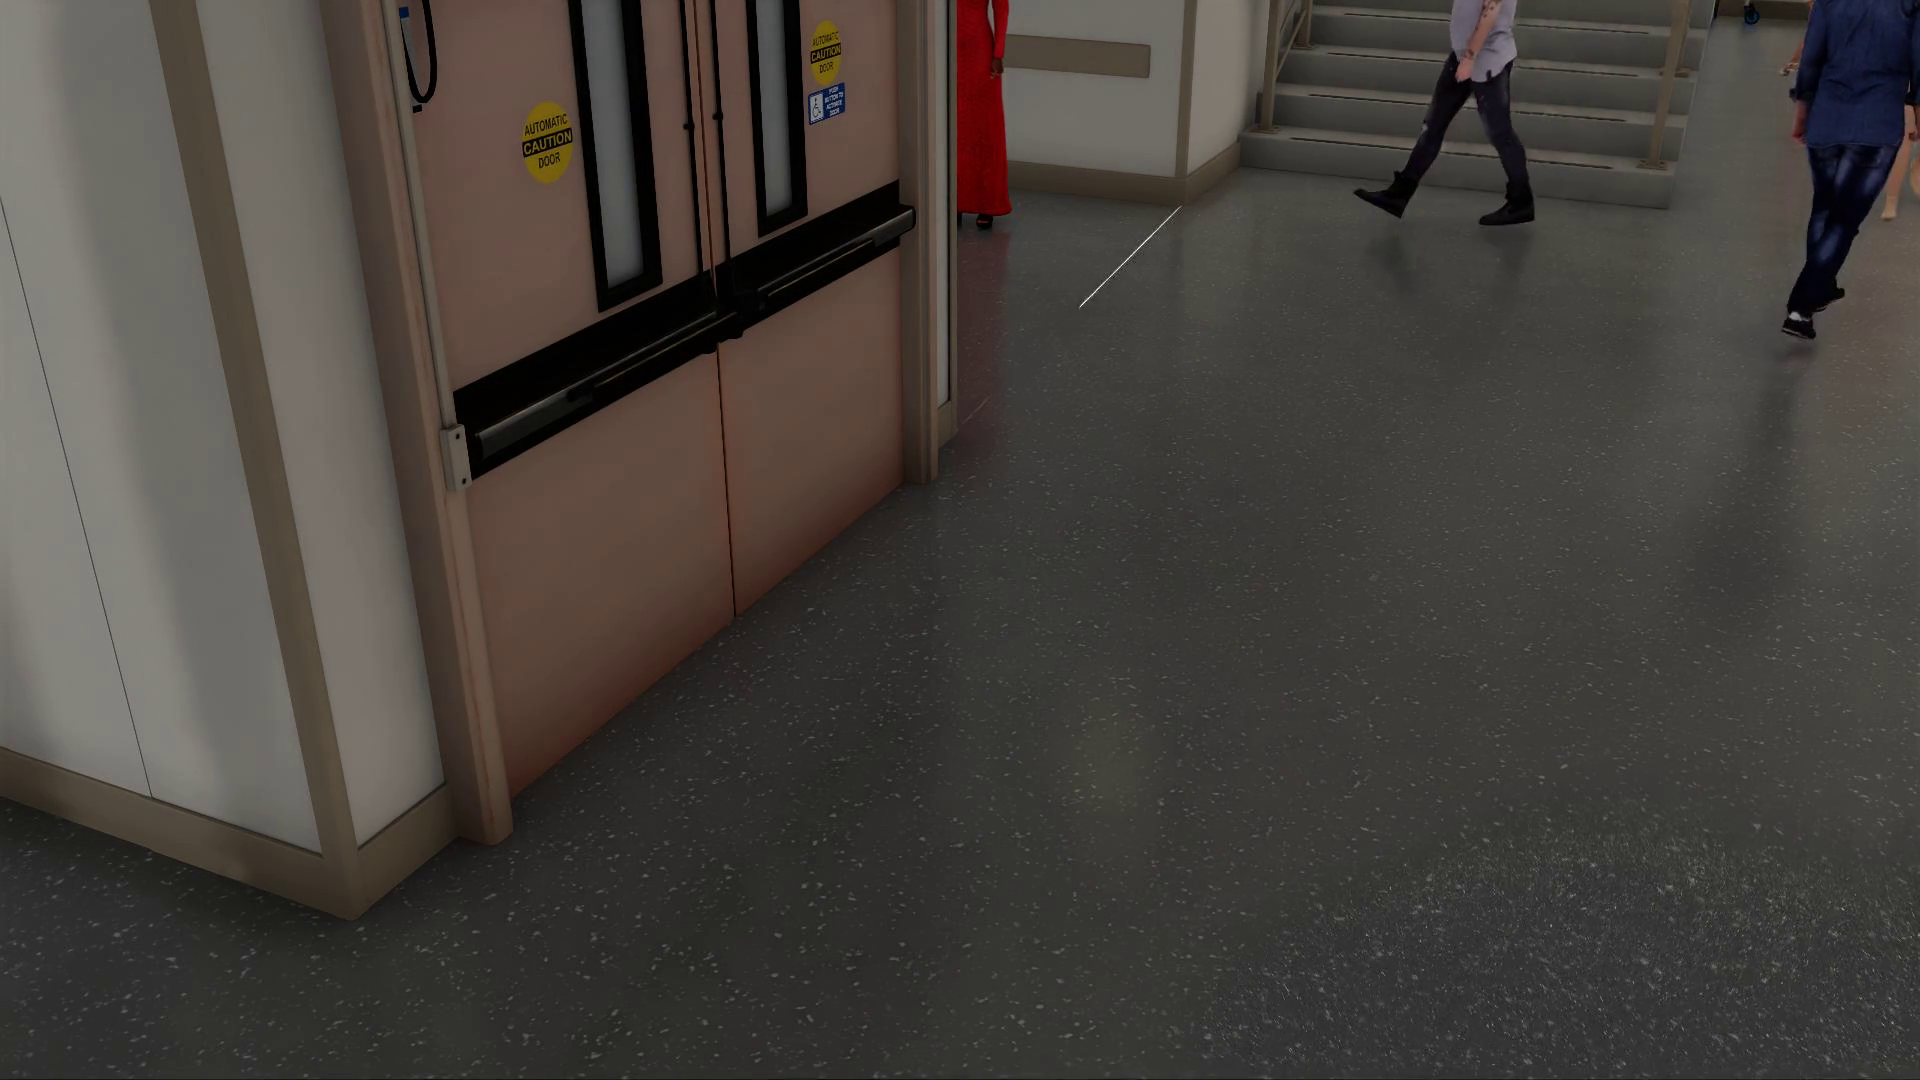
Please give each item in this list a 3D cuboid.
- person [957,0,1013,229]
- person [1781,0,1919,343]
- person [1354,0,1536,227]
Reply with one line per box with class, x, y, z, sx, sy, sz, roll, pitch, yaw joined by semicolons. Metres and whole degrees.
person;0.062;-2.604;9.045;0.626;1.788;0.593;12;28;24
person;3.858;-1.722;7.222;1.279;1.784;1.041;-20;32;-35
person;2.882;-2.542;8.925;1.089;1.781;1.260;0;26;0
